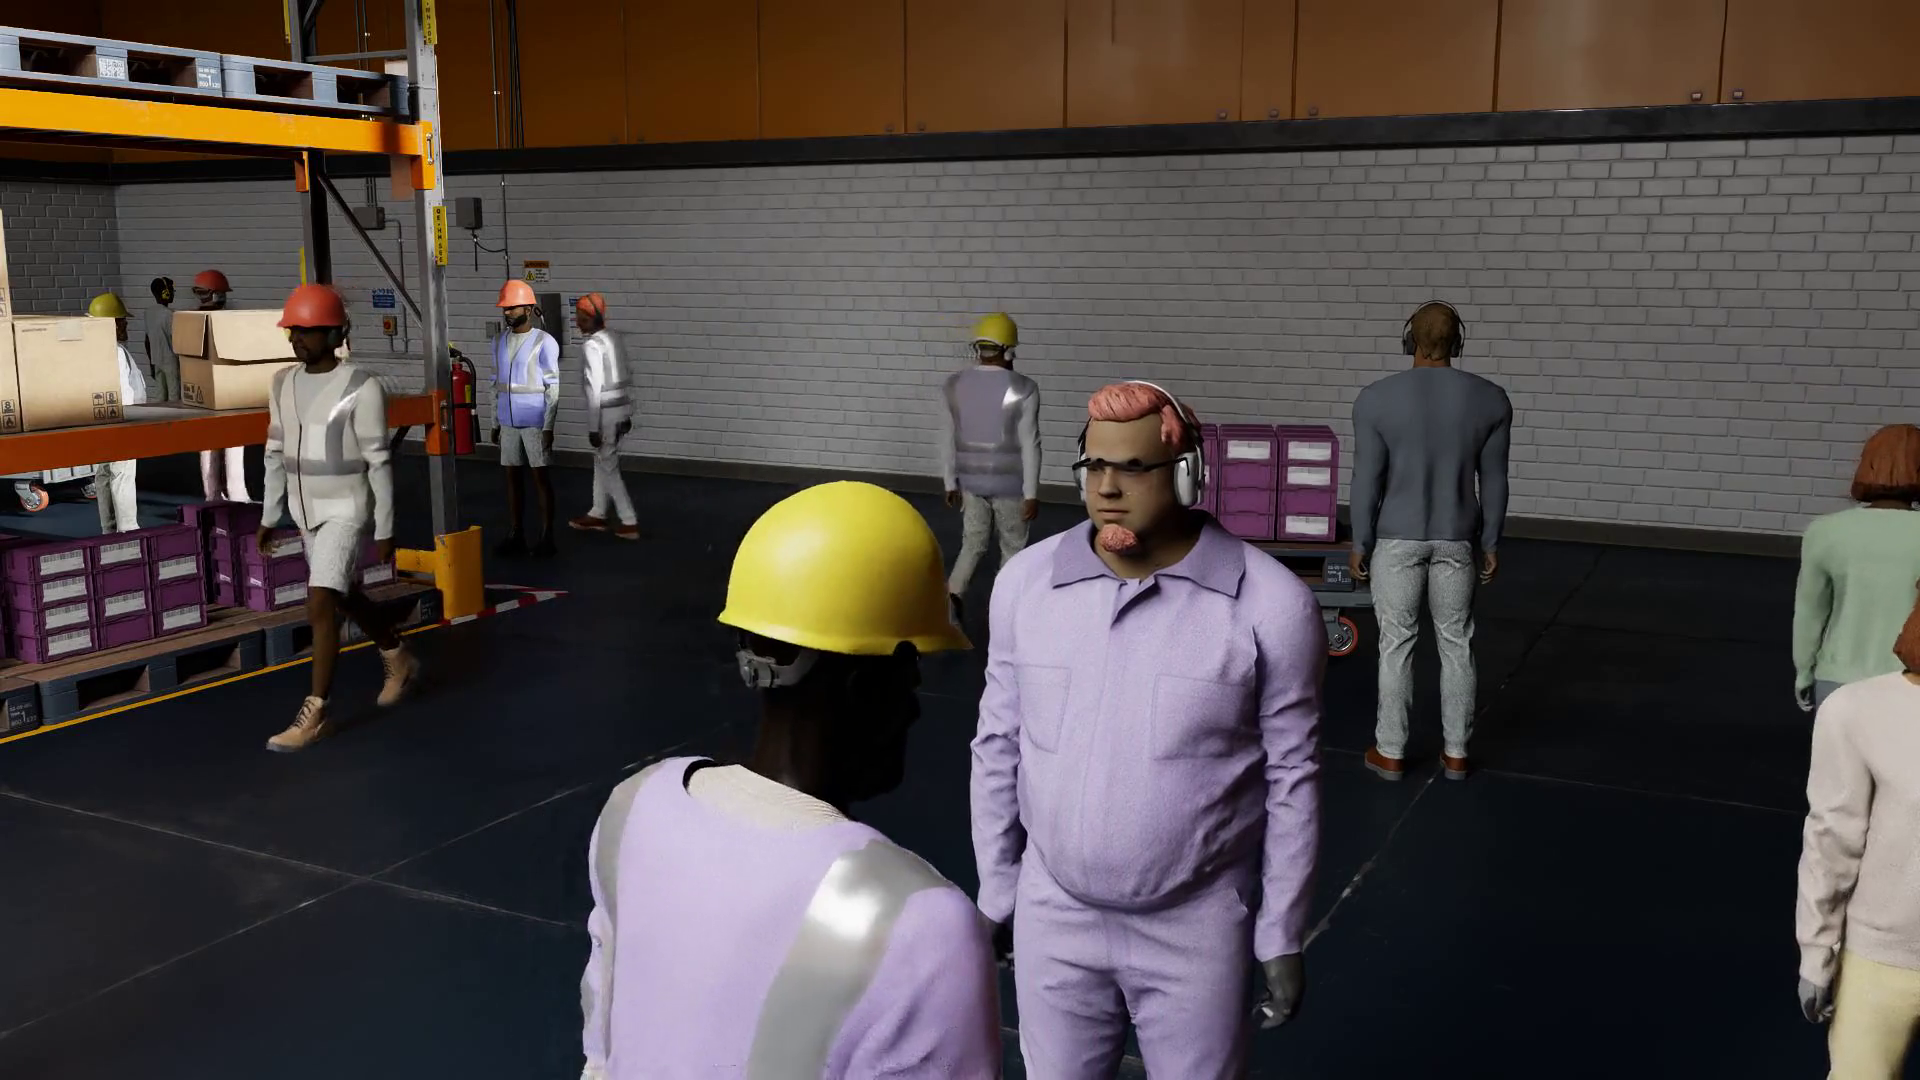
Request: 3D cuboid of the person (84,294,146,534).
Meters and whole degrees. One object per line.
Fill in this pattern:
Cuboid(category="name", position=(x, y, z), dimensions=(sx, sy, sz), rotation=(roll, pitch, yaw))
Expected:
Cuboid(category="person", position=(-6.075, -0.849, 11.990), dimensions=(0.588, 1.834, 0.403), rotation=(8, 13, 41))

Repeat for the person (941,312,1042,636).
Cuboid(category="person", position=(0.153, -0.319, 8.973), dimensions=(0.598, 1.809, 0.664), rotation=(5, 11, 27))

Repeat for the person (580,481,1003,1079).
Cuboid(category="person", position=(-0.113, 0.865, 1.928), dimensions=(0.975, 1.870, 0.615), rotation=(-8, 13, -40))

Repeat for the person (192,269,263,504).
Cuboid(category="person", position=(-6.071, -1.208, 13.614), dimensions=(0.633, 1.991, 0.399), rotation=(5, 11, 27))

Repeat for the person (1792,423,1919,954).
Cuboid(category="person", position=(2.805, 0.450, 5.074), dimensions=(0.516, 1.609, 0.517), rotation=(9, 13, 43))

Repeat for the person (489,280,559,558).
Cuboid(category="person", position=(-3.058, -0.838, 11.627), dimensions=(0.545, 1.939, 0.354), rotation=(4, 10, 21))

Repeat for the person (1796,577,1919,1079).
Cuboid(category="person", position=(1.811, 0.796, 3.077), dimensions=(0.491, 1.626, 0.282), rotation=(3, 10, 19))

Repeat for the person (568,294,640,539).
Cuboid(category="person", position=(-2.677, -0.913, 12.423), dimensions=(0.663, 1.823, 0.654), rotation=(3, 10, 16))

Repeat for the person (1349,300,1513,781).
Cuboid(category="person", position=(1.875, 0.011, 6.704), dimensions=(0.631, 1.938, 0.362), rotation=(0, 10, 3))

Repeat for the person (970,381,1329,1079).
Cuboid(category="person", position=(0.309, 0.667, 3.002), dimensions=(0.655, 1.906, 0.407), rotation=(4, 11, 23))

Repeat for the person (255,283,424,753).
Cuboid(category="person", position=(-2.755, -0.142, 7.426), dimensions=(0.600, 2.008, 1.026), rotation=(5, 11, 26))

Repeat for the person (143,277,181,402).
Cuboid(category="person", position=(-8.422, -1.852, 17.691), dimensions=(0.533, 1.871, 0.320), rotation=(5, 11, 28))
